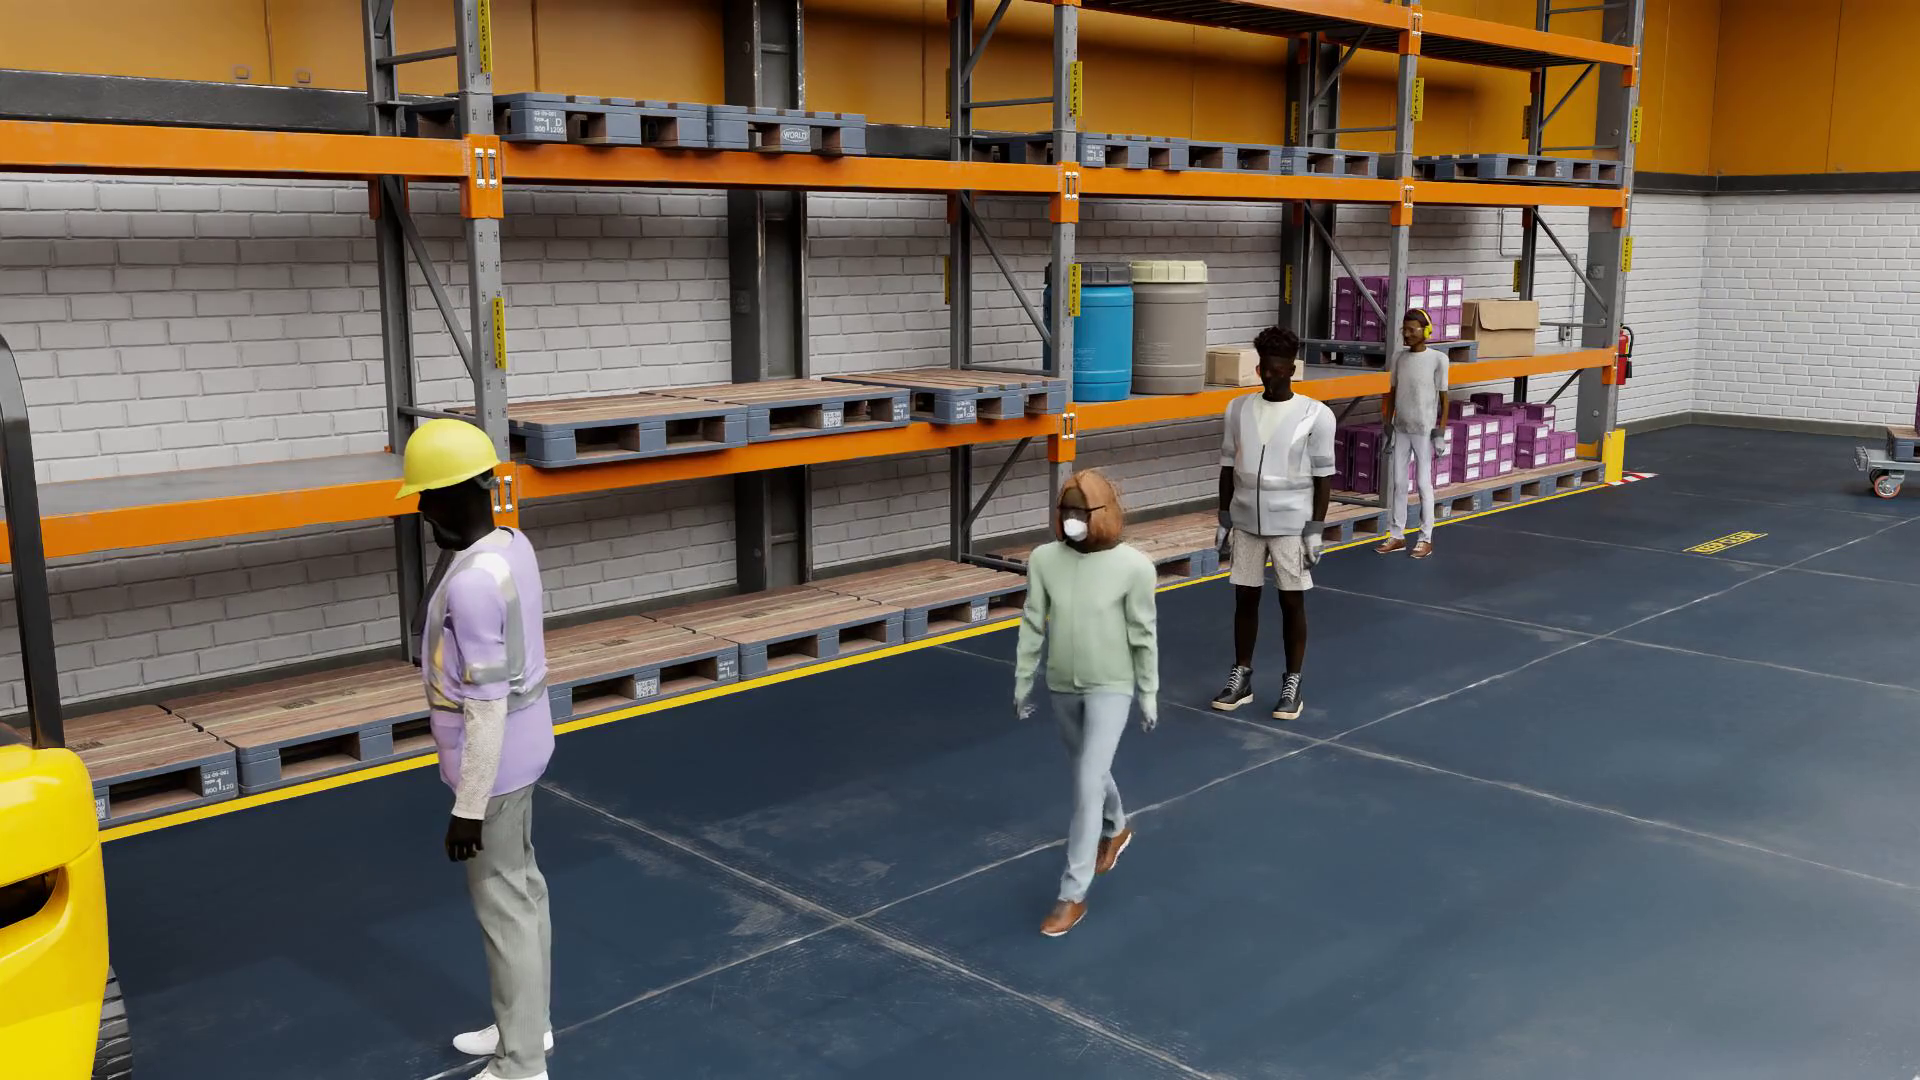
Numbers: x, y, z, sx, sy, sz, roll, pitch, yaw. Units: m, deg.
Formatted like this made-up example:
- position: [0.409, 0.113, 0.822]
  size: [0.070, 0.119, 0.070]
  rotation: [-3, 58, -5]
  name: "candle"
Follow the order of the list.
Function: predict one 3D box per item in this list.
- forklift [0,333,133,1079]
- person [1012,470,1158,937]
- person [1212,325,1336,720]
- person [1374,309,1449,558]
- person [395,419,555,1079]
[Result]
- position: [-3.289, 0.485, 4.582]
  size: [1.214, 2.155, 2.313]
  rotation: [-10, 14, -44]
  name: "forklift"
- position: [0.473, 0.524, 6.008]
  size: [0.517, 1.594, 0.849]
  rotation: [6, 12, 31]
  name: "person"
- position: [1.557, -0.089, 8.332]
  size: [0.605, 1.966, 0.367]
  rotation: [6, 12, 32]
  name: "person"
- position: [3.404, -0.798, 12.479]
  size: [0.309, 1.864, 0.535]
  rotation: [-9, 14, -42]
  name: "person"
- position: [-1.324, 0.619, 4.607]
  size: [0.381, 1.917, 0.586]
  rotation: [-1, 10, -6]
  name: "person"
